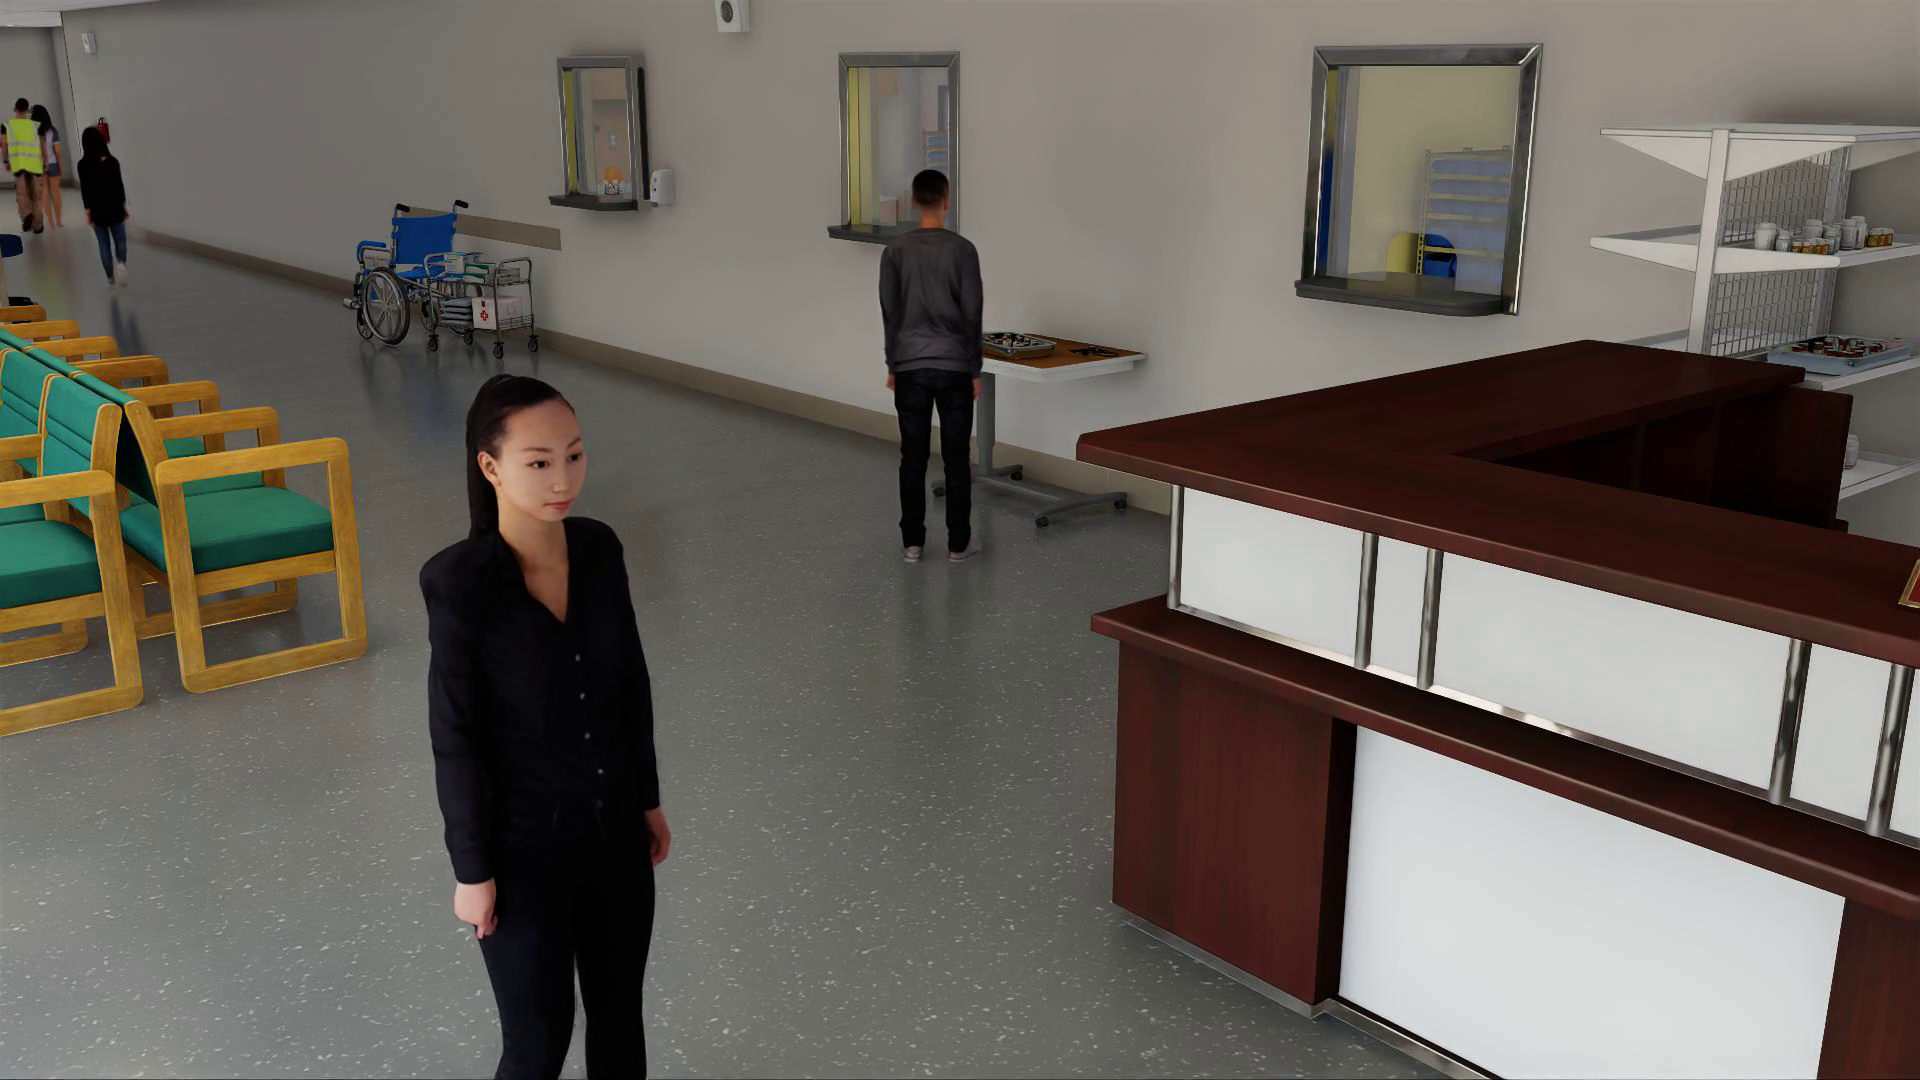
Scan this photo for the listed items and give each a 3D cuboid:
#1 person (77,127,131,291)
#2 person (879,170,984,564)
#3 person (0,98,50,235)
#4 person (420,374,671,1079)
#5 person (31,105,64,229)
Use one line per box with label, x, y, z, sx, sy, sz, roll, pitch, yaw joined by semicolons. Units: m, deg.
person;-8.624;-3.326;16.822;0.882;1.628;0.723;-9;18;-30
person;-0.118;-0.771;7.507;0.696;1.766;0.750;2;16;7
person;-12.723;-5.082;22.689;0.995;1.824;0.922;-8;17;-25
person;-0.711;0.549;2.927;0.677;1.710;0.492;12;20;36
person;-12.916;-5.235;23.490;1.082;1.684;0.790;-9;18;-30
